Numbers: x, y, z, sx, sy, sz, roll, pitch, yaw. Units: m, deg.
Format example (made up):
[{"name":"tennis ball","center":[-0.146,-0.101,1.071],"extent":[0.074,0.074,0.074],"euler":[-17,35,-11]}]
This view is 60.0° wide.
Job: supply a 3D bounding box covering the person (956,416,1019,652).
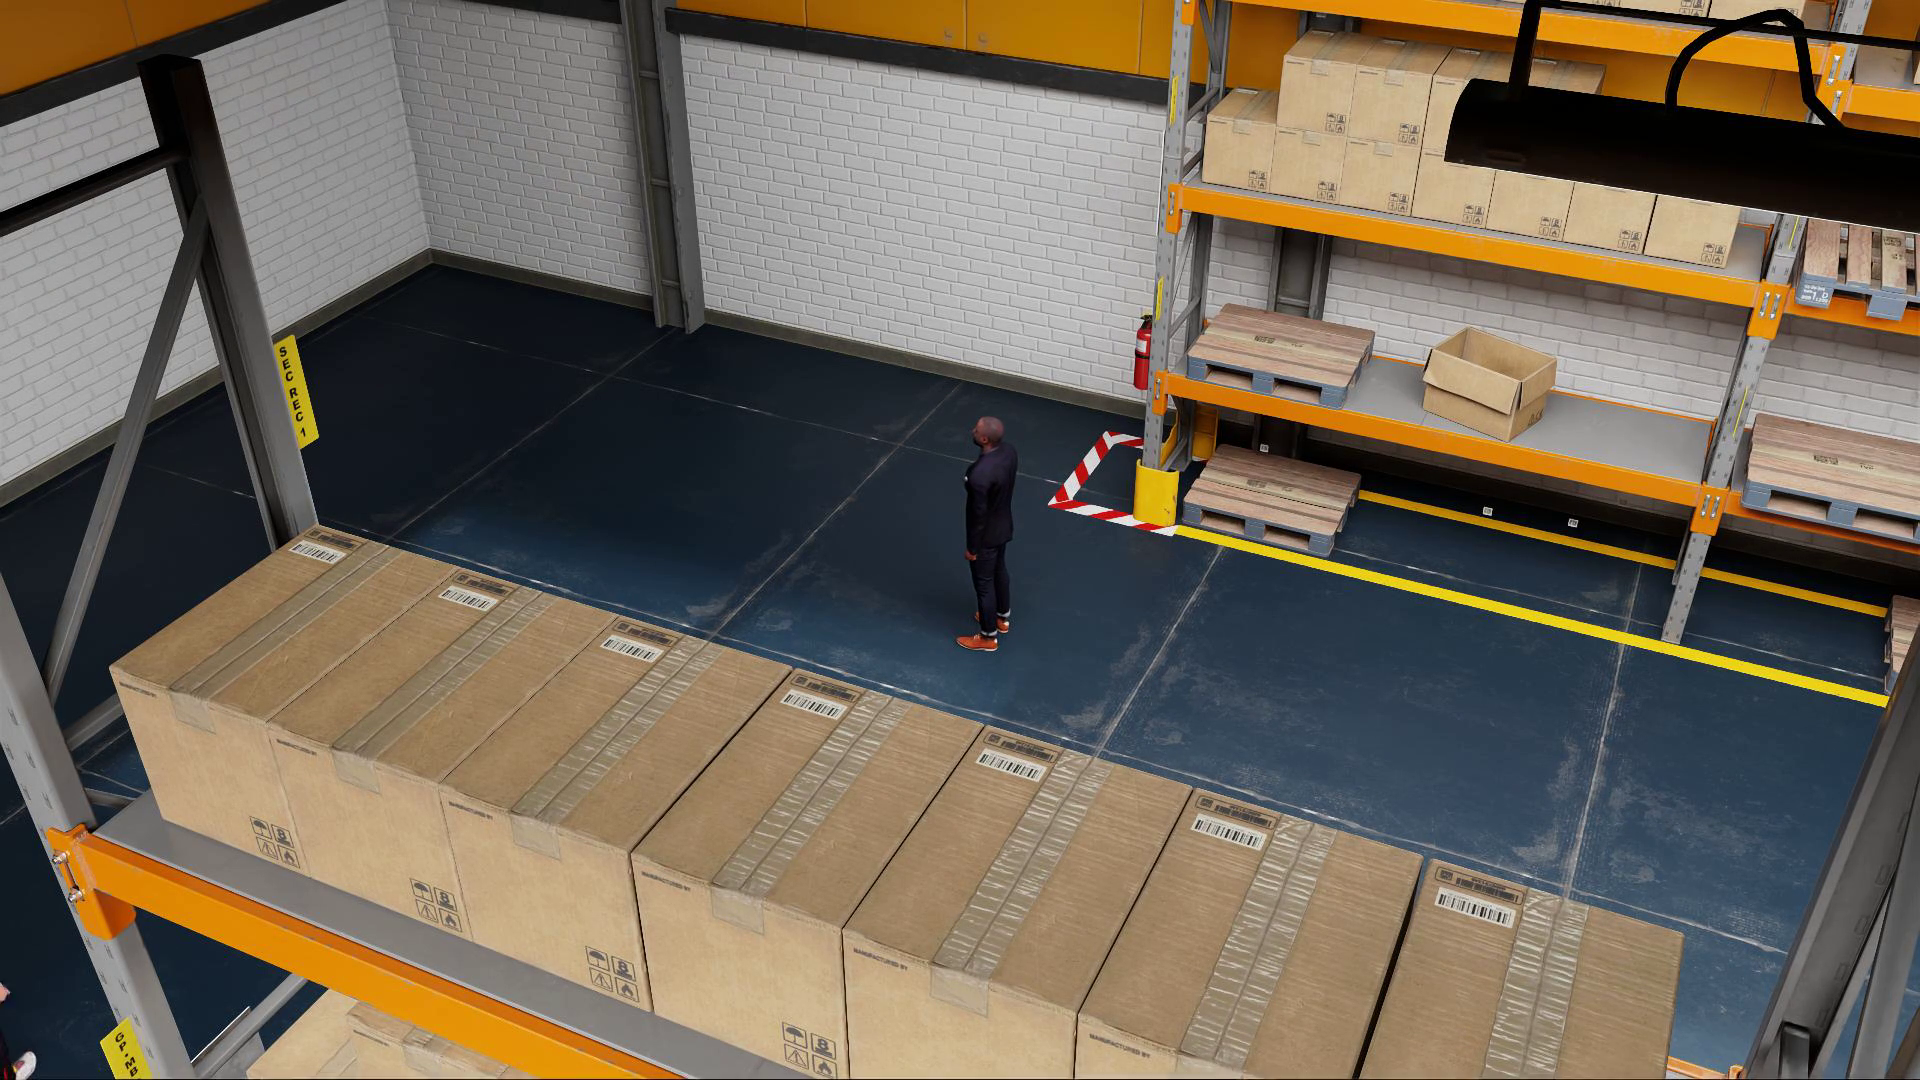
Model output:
[{"name":"person","center":[0.206,-0.055,11.539],"extent":[0.576,1.819,0.682],"euler":[14,36,20]}]
